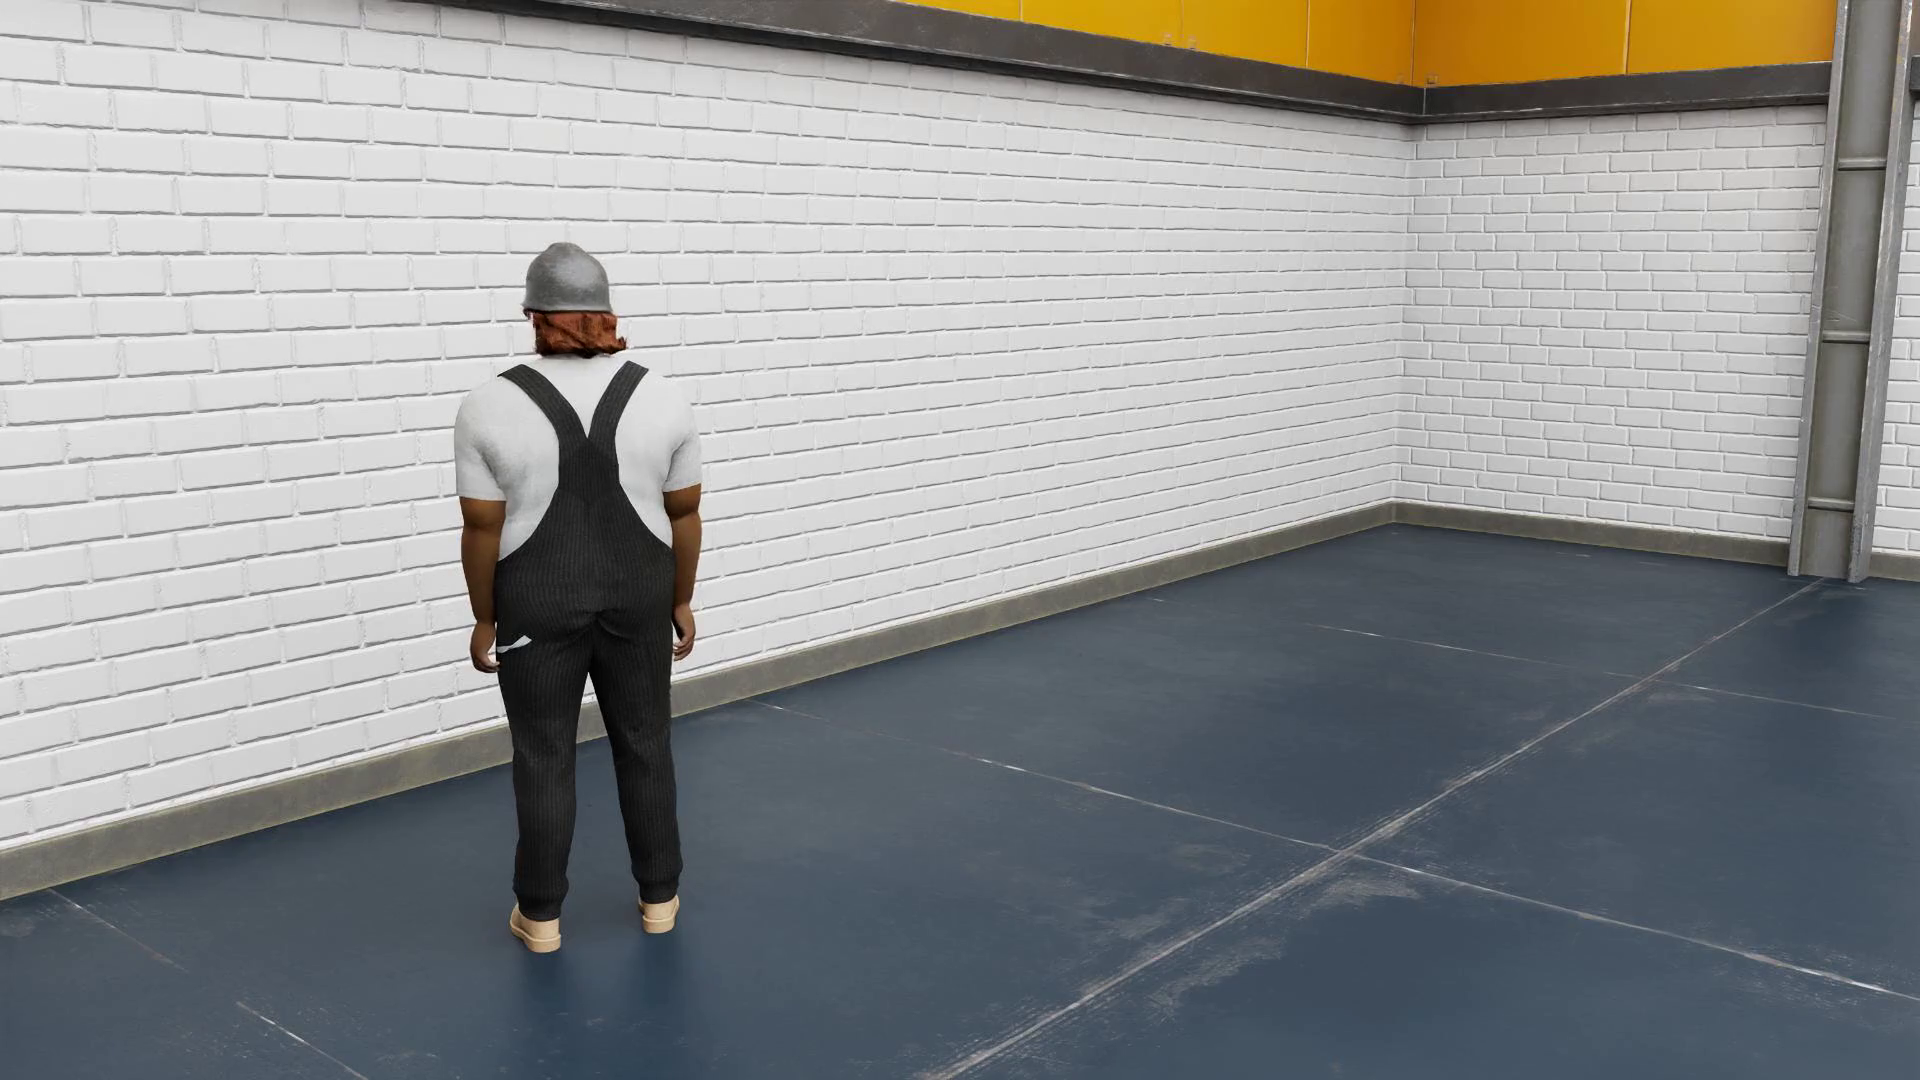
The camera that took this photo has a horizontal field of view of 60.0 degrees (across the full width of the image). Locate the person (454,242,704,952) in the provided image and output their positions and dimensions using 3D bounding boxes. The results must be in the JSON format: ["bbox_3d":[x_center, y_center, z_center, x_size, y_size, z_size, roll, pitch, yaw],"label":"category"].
[{"bbox_3d":[-1.107,0.164,4.847,0.689,2.000,0.539,-4,11,-22],"label":"person"}]
